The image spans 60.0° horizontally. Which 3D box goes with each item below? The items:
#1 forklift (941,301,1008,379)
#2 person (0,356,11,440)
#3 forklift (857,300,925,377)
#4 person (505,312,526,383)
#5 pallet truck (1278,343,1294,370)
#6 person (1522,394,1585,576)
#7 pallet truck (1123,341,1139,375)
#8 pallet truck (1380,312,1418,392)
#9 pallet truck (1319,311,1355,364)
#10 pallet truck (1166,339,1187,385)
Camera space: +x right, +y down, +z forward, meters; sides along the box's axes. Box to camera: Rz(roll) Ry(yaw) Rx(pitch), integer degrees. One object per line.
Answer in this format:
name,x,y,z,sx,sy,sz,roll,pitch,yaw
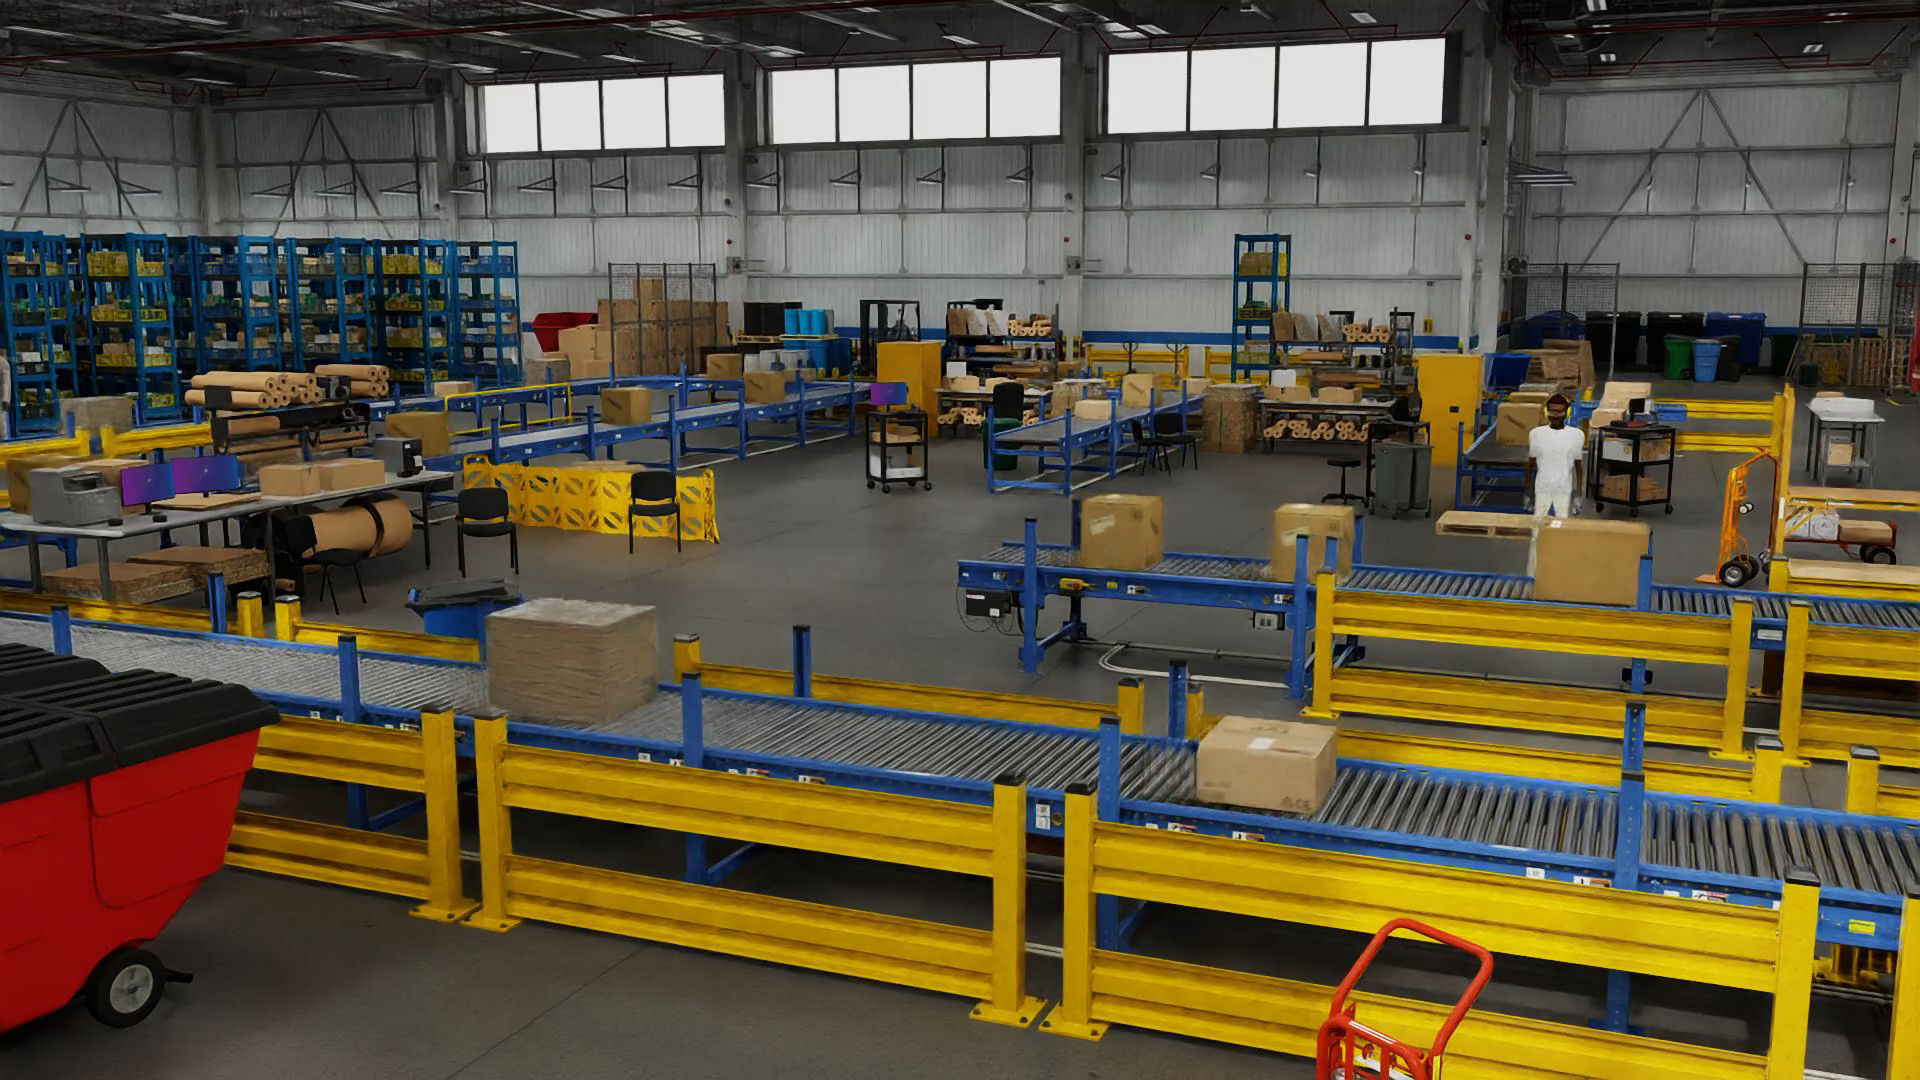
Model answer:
forklift,0.365,-4.966,41.571,1.157,1.987,2.680,3,10,20
person,-15.196,-2.211,26.098,0.652,1.904,0.402,4,10,22
forklift,-1.732,-5.109,42.468,1.157,1.987,2.680,4,10,22
person,-11.506,-5.067,43.303,0.560,1.948,0.685,-3,10,-19
pallet truck,7.886,-4.163,39.743,0.653,1.274,1.630,4,10,22
person,5.474,-0.417,15.347,0.535,1.864,0.309,4,10,22
pallet truck,4.445,-4.380,41.279,0.680,1.201,1.601,4,10,22
pallet truck,10.207,-4.283,38.369,0.823,1.965,1.885,3,10,20
pallet truck,9.071,-4.419,39.190,0.823,1.965,1.885,5,10,26
pallet truck,5.418,-4.269,40.420,0.704,1.261,1.522,3,10,20
